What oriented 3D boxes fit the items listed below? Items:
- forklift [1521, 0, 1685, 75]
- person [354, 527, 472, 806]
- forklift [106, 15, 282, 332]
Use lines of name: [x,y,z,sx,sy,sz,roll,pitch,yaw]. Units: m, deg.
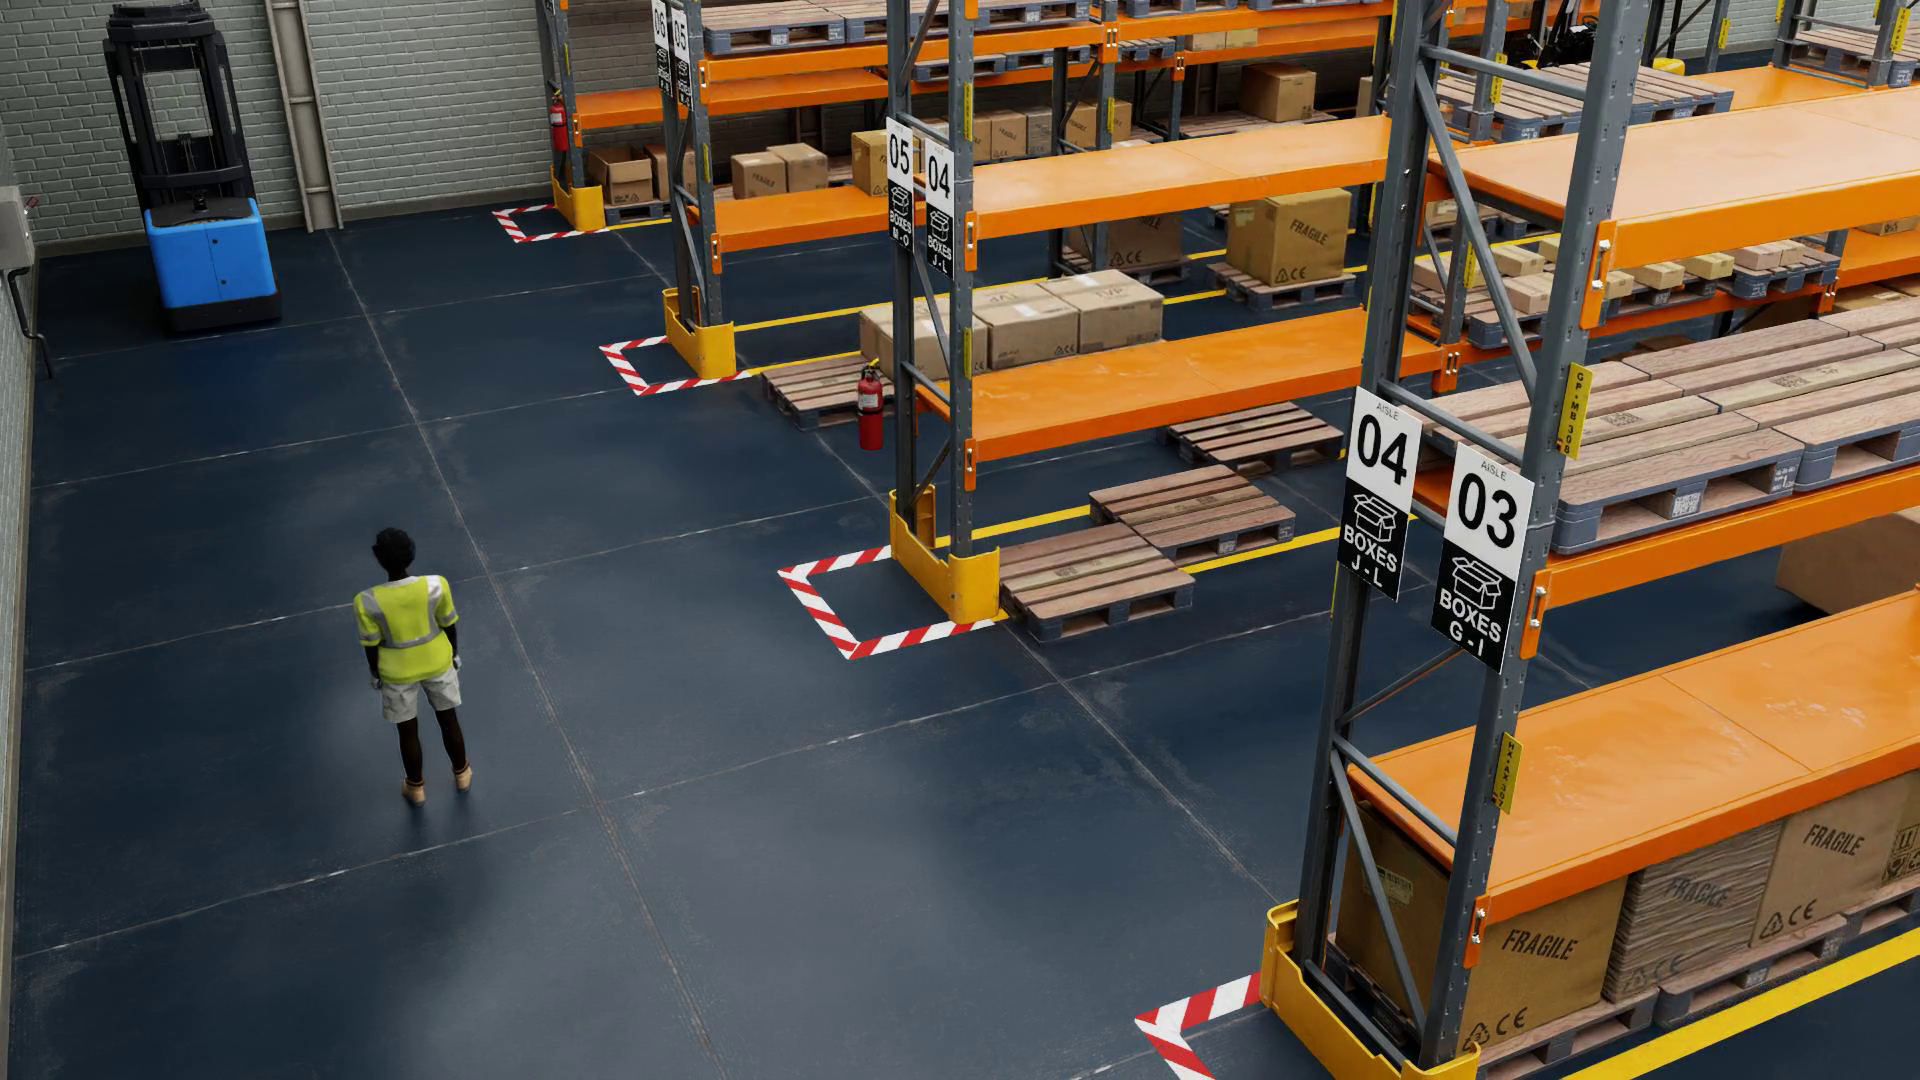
forklift: [8.950,-6.807,23.056,1.214,2.155,2.313,-12,30,-22]
person: [-3.014,0.700,9.207,0.535,1.699,0.318,-14,31,-25]
forklift: [-7.548,-3.672,16.323,1.129,2.768,1.873,-12,30,-22]
